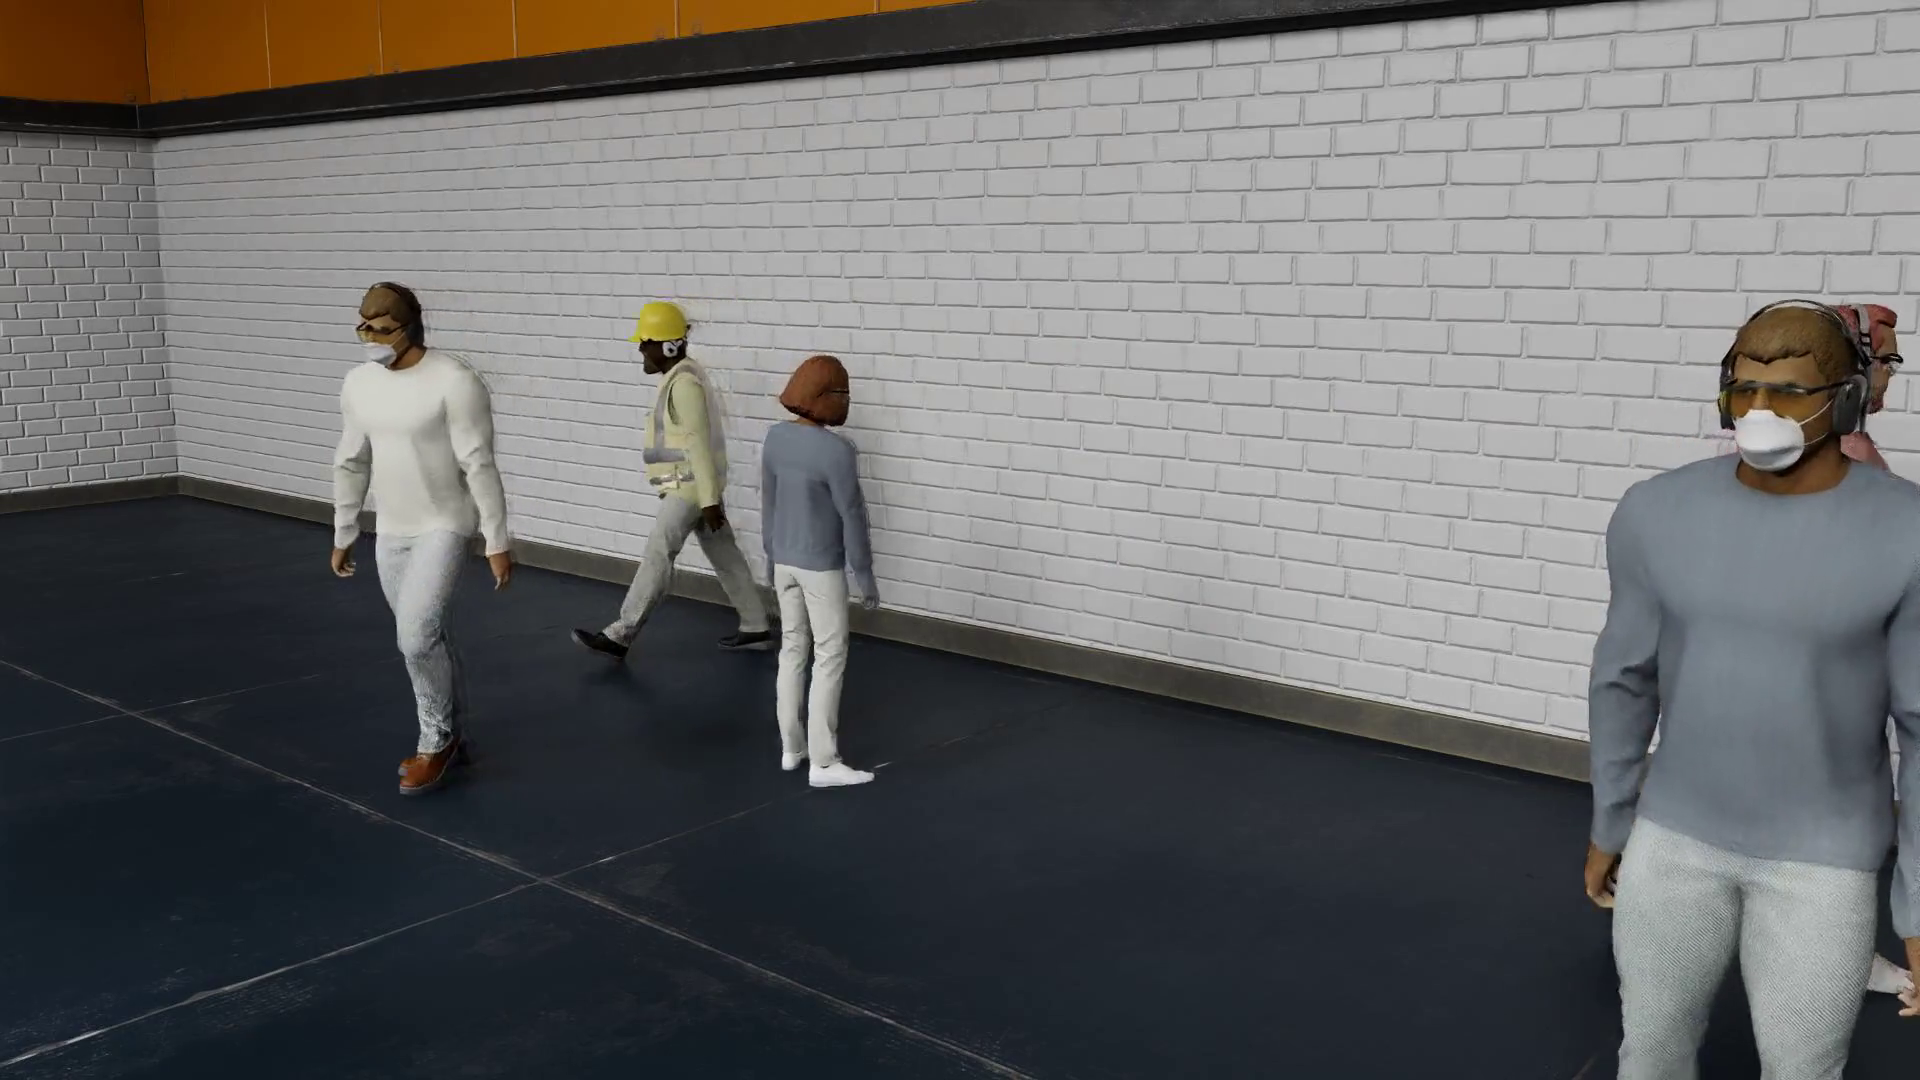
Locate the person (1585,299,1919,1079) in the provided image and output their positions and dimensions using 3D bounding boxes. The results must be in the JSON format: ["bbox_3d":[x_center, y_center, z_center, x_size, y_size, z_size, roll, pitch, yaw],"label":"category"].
[{"bbox_3d":[1.413,0.550,2.946,0.633,1.938,0.381,9,13,42],"label":"person"}]

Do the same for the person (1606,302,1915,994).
[{"bbox_3d":[2.260,0.297,4.533,0.781,1.884,0.671,1,10,7],"label":"person"}]

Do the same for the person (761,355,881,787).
[{"bbox_3d":[-0.548,0.117,6.317,0.293,1.620,0.549,-10,14,-44],"label":"person"}]

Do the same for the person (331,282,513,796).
[{"bbox_3d":[-2.001,0.002,6.169,0.757,1.894,0.627,5,11,26],"label":"person"}]

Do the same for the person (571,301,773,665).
[{"bbox_3d":[-1.396,-0.271,8.110,1.018,1.754,0.625,-2,10,-9],"label":"person"}]
